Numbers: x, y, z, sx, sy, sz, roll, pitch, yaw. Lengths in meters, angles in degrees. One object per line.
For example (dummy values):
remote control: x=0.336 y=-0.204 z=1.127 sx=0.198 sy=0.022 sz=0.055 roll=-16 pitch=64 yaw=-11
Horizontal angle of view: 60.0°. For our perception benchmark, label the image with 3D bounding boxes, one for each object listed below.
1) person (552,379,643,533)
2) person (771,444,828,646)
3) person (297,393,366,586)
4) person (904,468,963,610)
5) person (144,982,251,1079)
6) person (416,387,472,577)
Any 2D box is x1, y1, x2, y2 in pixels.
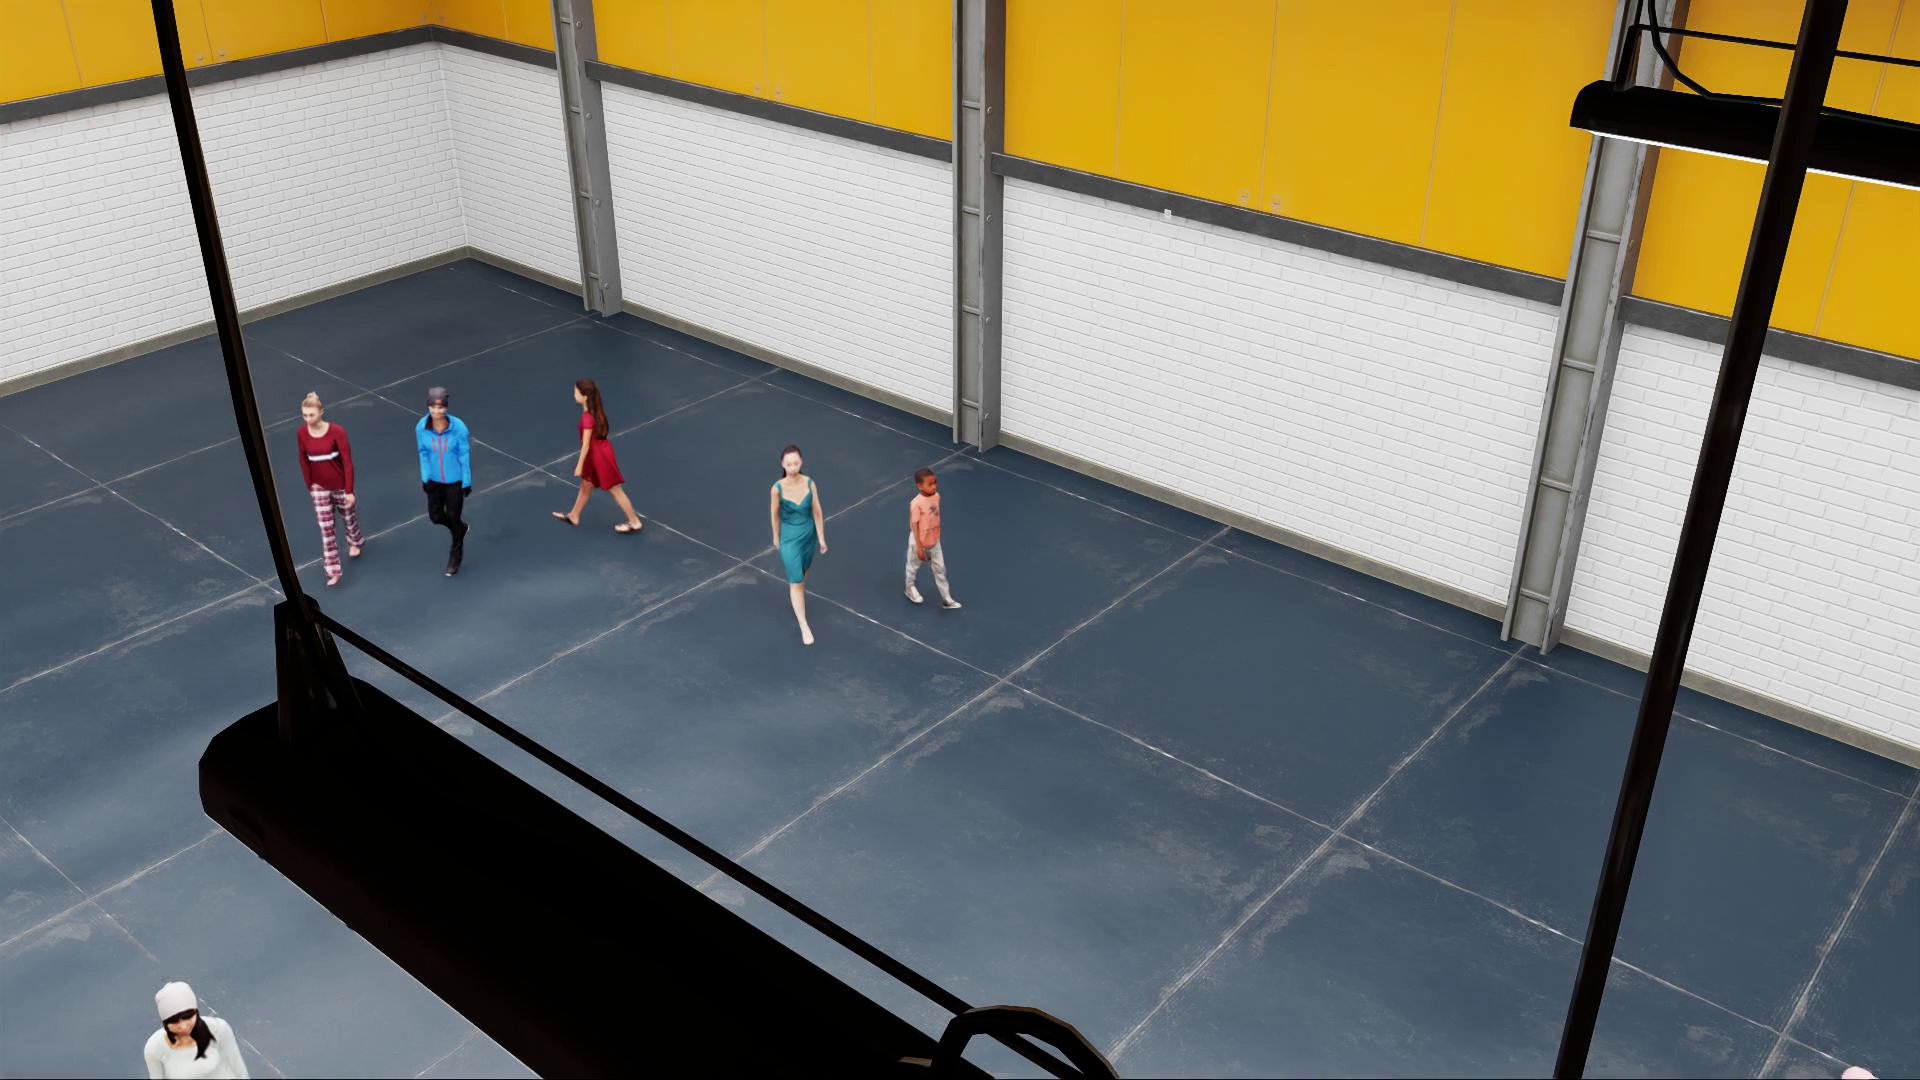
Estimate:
person: x=-3.220 y=-0.728 z=15.189 sx=1.087 sy=1.502 sz=0.986 roll=-1 pitch=29 yaw=-1
person: x=-1.349 y=-0.019 z=13.751 sx=0.865 sy=1.633 sz=1.096 roll=-11 pitch=30 yaw=-19
person: x=-5.483 y=-0.499 z=14.611 sx=1.029 sy=1.653 sz=1.112 roll=-4 pitch=29 yaw=-7
person: x=-0.350 y=-0.023 z=14.130 sx=0.612 sy=1.278 sz=0.915 roll=-20 pitch=35 yaw=-32
person: x=-3.866 y=2.848 z=8.490 sx=0.668 sy=1.638 sz=0.679 roll=-16 pitch=32 yaw=-26
person: x=-4.450 y=-0.556 z=14.577 sx=0.843 sy=1.786 sz=0.895 roll=6 pitch=29 yaw=11
